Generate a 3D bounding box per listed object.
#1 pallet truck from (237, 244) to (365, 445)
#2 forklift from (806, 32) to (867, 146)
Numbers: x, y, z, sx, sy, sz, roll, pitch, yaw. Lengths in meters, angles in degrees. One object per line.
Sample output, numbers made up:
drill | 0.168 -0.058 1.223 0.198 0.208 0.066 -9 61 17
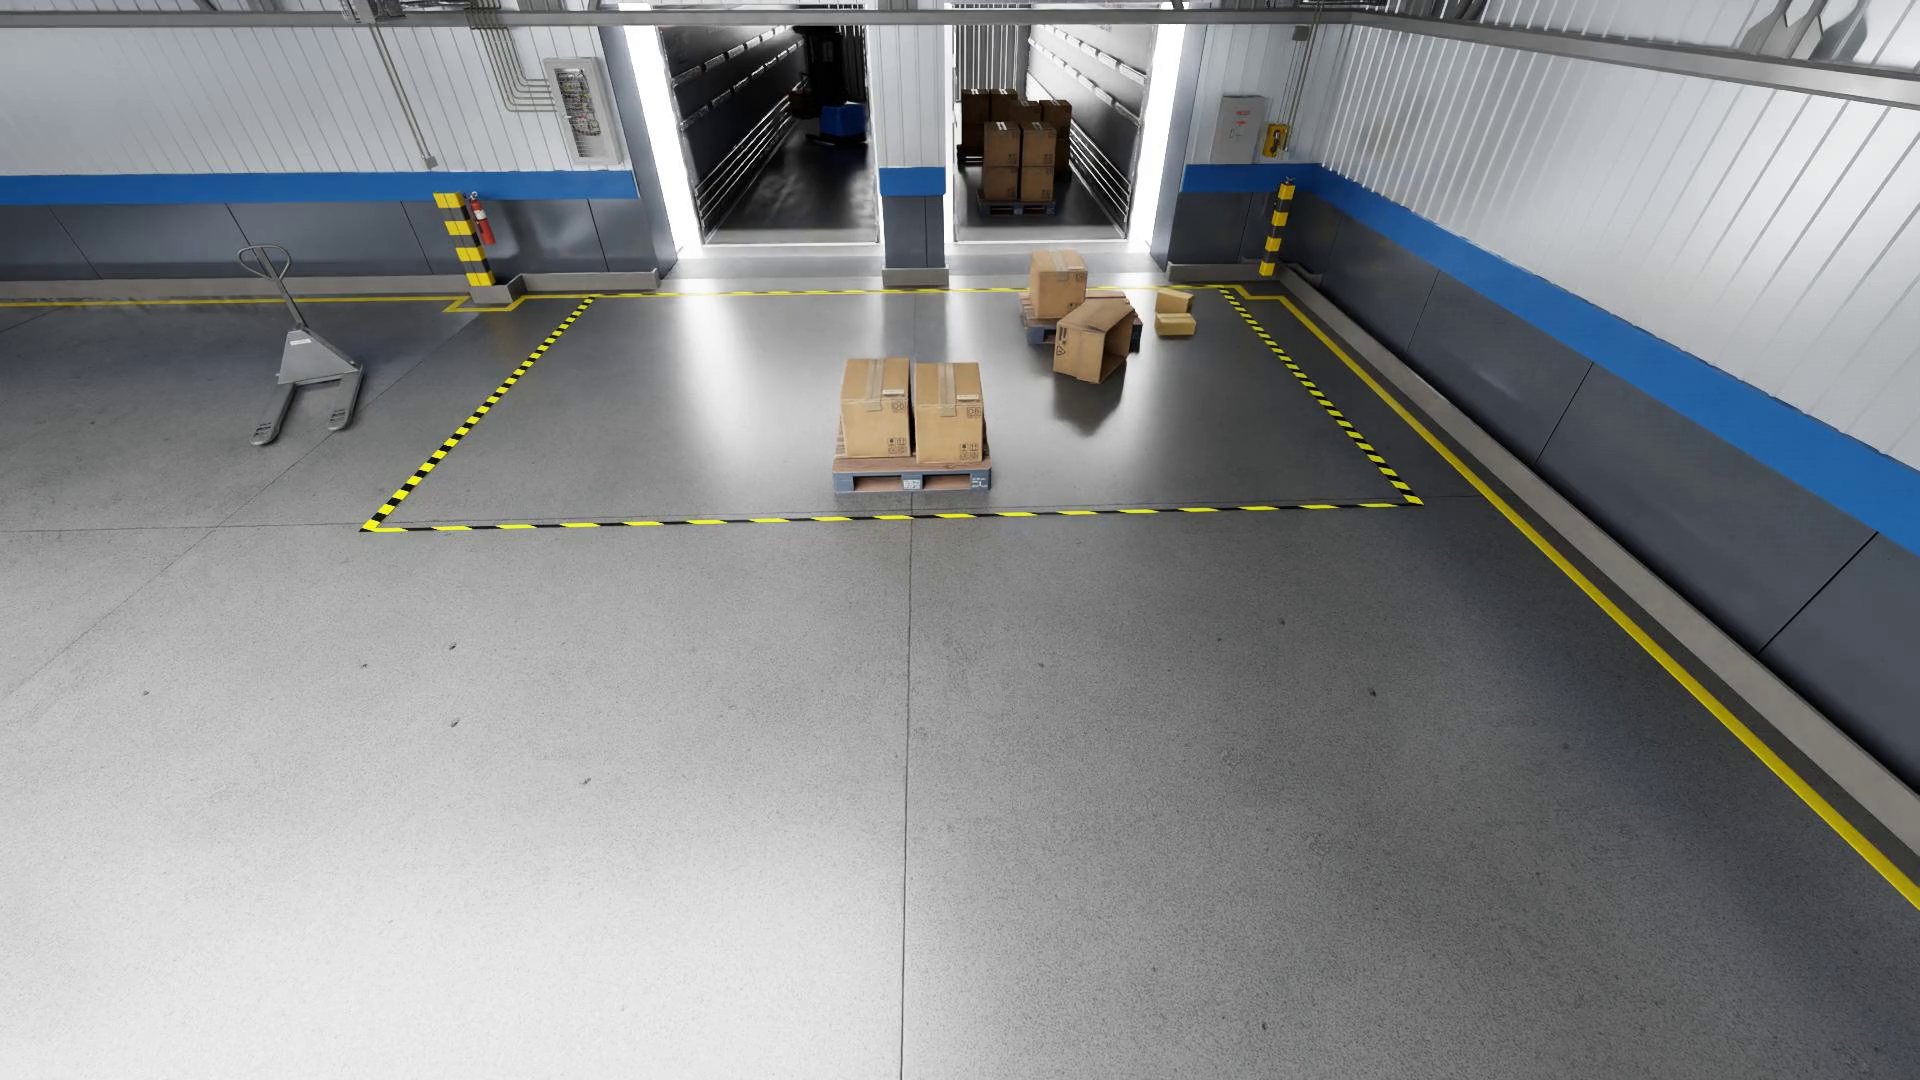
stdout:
pallet truck | -5.915 -1.733 6.366 0.680 1.201 1.601 -18 42 -21
forklift | -2.599 -9.581 15.610 0.716 2.013 0.776 -29 47 -31
